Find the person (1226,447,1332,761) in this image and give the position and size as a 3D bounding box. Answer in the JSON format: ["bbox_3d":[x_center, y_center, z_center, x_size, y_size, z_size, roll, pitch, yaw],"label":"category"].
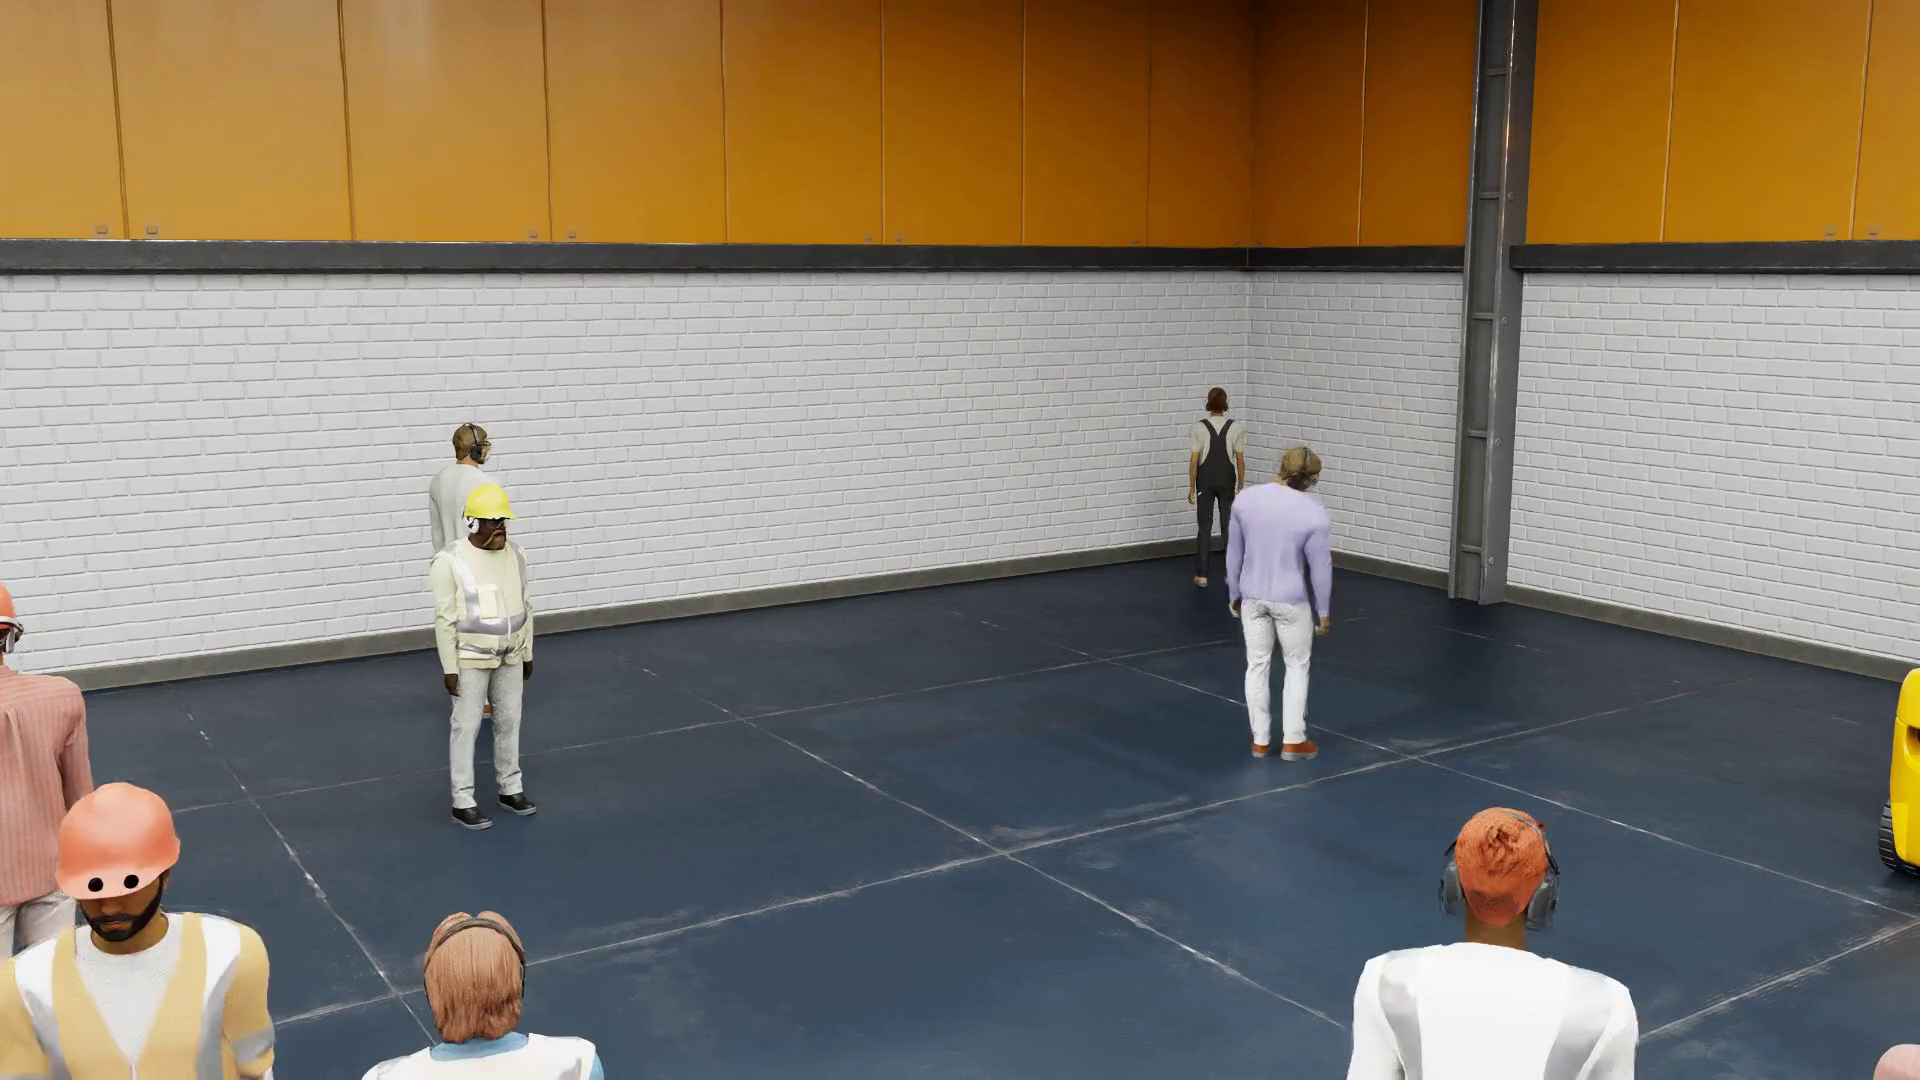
[{"bbox_3d":[1.893,0.387,9.943,0.665,1.898,0.389,5,11,29],"label":"person"}]

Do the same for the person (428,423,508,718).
[{"bbox_3d":[-3.185,0.200,10.909,0.635,1.938,0.361,6,11,33],"label":"person"}]

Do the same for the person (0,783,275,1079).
[{"bbox_3d":[-1.806,1.419,3.705,0.558,1.904,0.957,-3,10,-20],"label":"person"}]

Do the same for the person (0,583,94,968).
[{"bbox_3d":[-3.094,1.091,5.371,0.396,1.992,0.623,5,11,29],"label":"person"}]

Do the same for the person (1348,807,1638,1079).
[{"bbox_3d":[1.127,1.471,3.583,0.561,1.831,0.966,5,11,27],"label":"person"}]

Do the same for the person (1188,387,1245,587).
[{"bbox_3d":[2.360,-0.484,15.317,0.516,1.842,0.328,0,9,2],"label":"person"}]

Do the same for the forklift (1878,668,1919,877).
[{"bbox_3d":[5.511,0.571,7.906,2.313,2.155,1.214,-6,11,-33],"label":"forklift"}]

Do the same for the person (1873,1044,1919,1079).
[{"bbox_3d":[2.074,1.545,3.333,0.532,1.765,0.328,3,10,20],"label":"person"}]

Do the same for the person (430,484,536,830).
[{"bbox_3d":[-2.499,0.606,8.825,0.403,1.824,0.599,8,12,39],"label":"person"}]

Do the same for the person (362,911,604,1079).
[{"bbox_3d":[-0.977,1.578,3.507,0.513,1.640,0.307,-3,10,-17],"label":"person"}]
